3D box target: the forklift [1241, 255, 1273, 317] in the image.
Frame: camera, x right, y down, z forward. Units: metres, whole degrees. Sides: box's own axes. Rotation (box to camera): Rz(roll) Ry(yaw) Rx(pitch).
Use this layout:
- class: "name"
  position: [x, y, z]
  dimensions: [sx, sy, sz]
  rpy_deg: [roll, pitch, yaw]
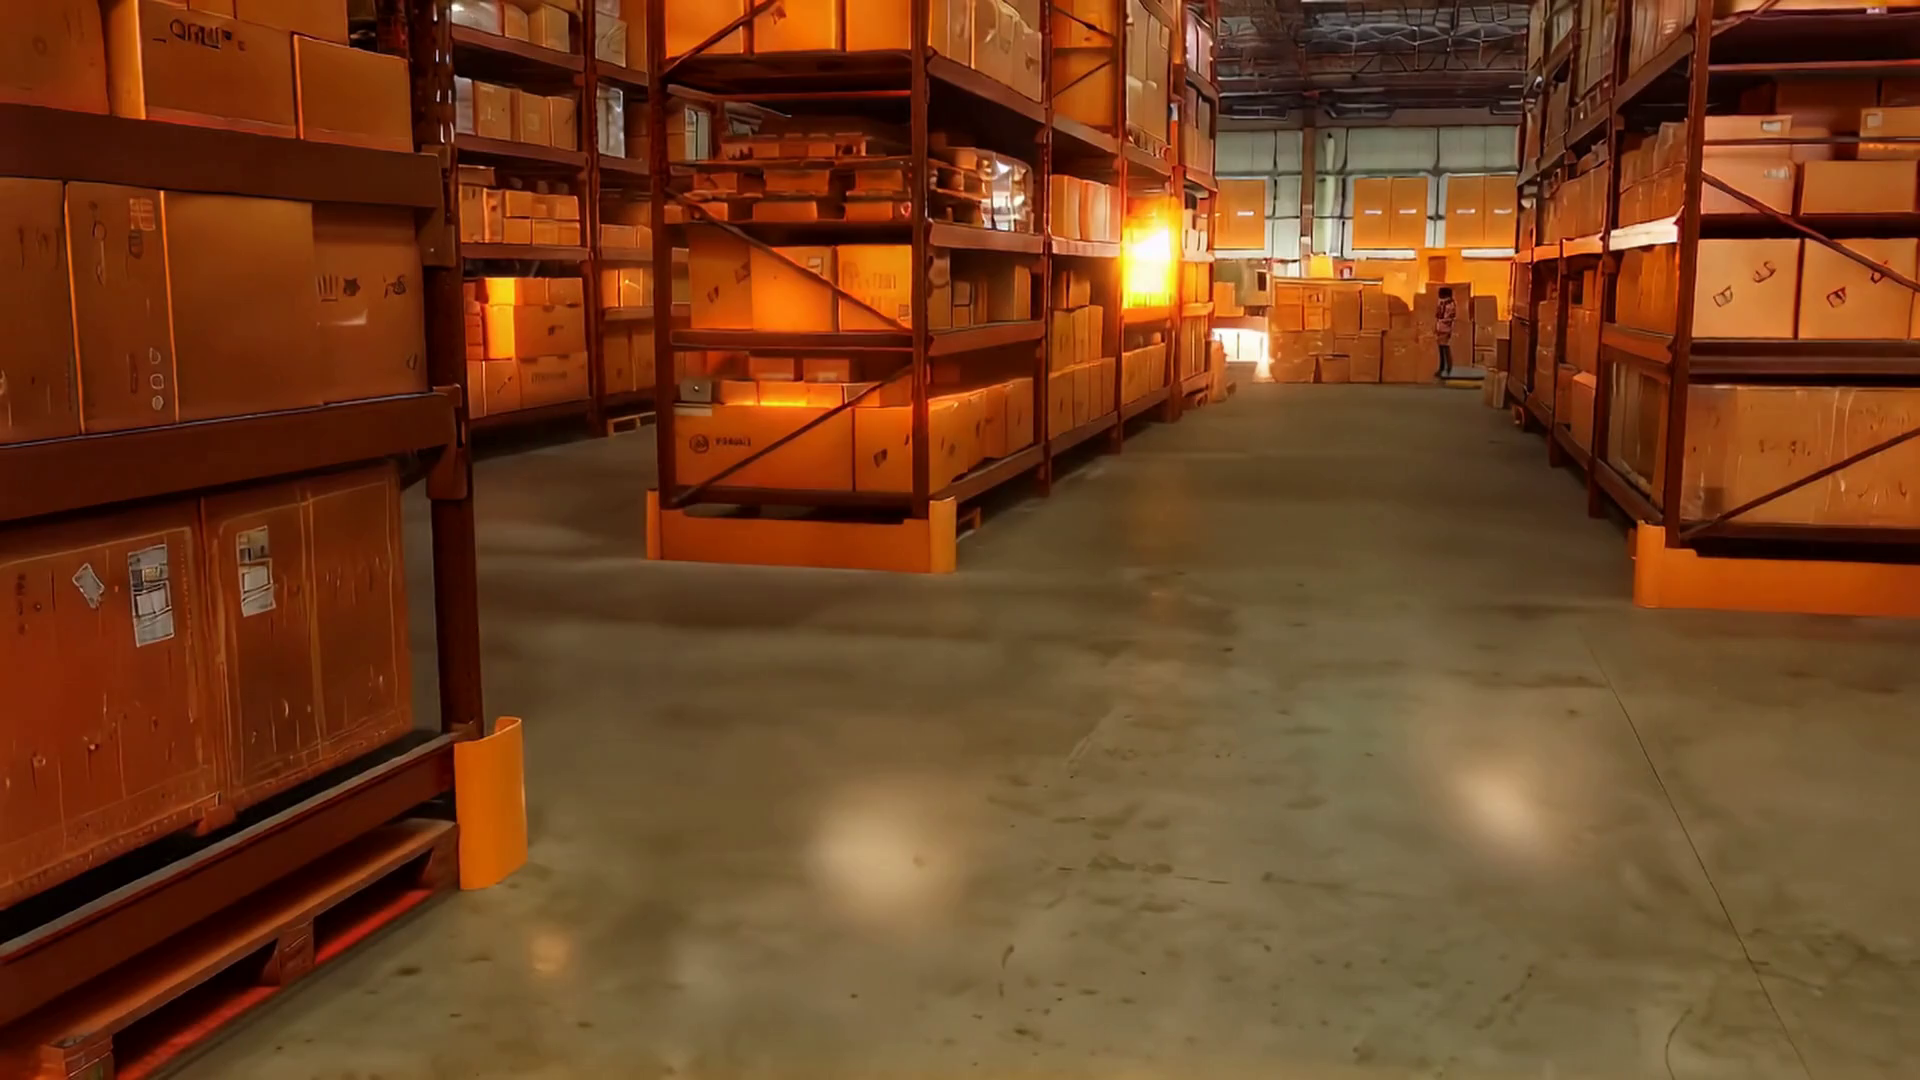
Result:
- class: "forklift"
  position: [10.551, -8.662, 58.805]
  dimensions: [1.129, 2.768, 1.873]
  rpy_deg: [2, 9, 15]

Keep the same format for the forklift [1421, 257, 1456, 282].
- class: "forklift"
  position: [12.635, -6.339, 44.048]
  dimensions: [1.129, 2.768, 1.873]
  rpy_deg: [2, 9, 15]

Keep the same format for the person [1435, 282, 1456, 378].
- class: "person"
  position: [9.864, -4.276, 33.926]
  dimensions: [0.364, 1.935, 0.553]
  rpy_deg: [-2, 9, -13]

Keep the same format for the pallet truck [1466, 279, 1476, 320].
- class: "pallet truck"
  position: [18.896, -8.459, 60.307]
  dimensions: [1.885, 1.965, 0.823]
  rpy_deg: [5, 10, 31]

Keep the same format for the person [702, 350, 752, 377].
- class: "person"
  position: [-2.593, -1.838, 18.789]
  dimensions: [0.660, 1.823, 0.597]
  rpy_deg: [3, 9, 17]
